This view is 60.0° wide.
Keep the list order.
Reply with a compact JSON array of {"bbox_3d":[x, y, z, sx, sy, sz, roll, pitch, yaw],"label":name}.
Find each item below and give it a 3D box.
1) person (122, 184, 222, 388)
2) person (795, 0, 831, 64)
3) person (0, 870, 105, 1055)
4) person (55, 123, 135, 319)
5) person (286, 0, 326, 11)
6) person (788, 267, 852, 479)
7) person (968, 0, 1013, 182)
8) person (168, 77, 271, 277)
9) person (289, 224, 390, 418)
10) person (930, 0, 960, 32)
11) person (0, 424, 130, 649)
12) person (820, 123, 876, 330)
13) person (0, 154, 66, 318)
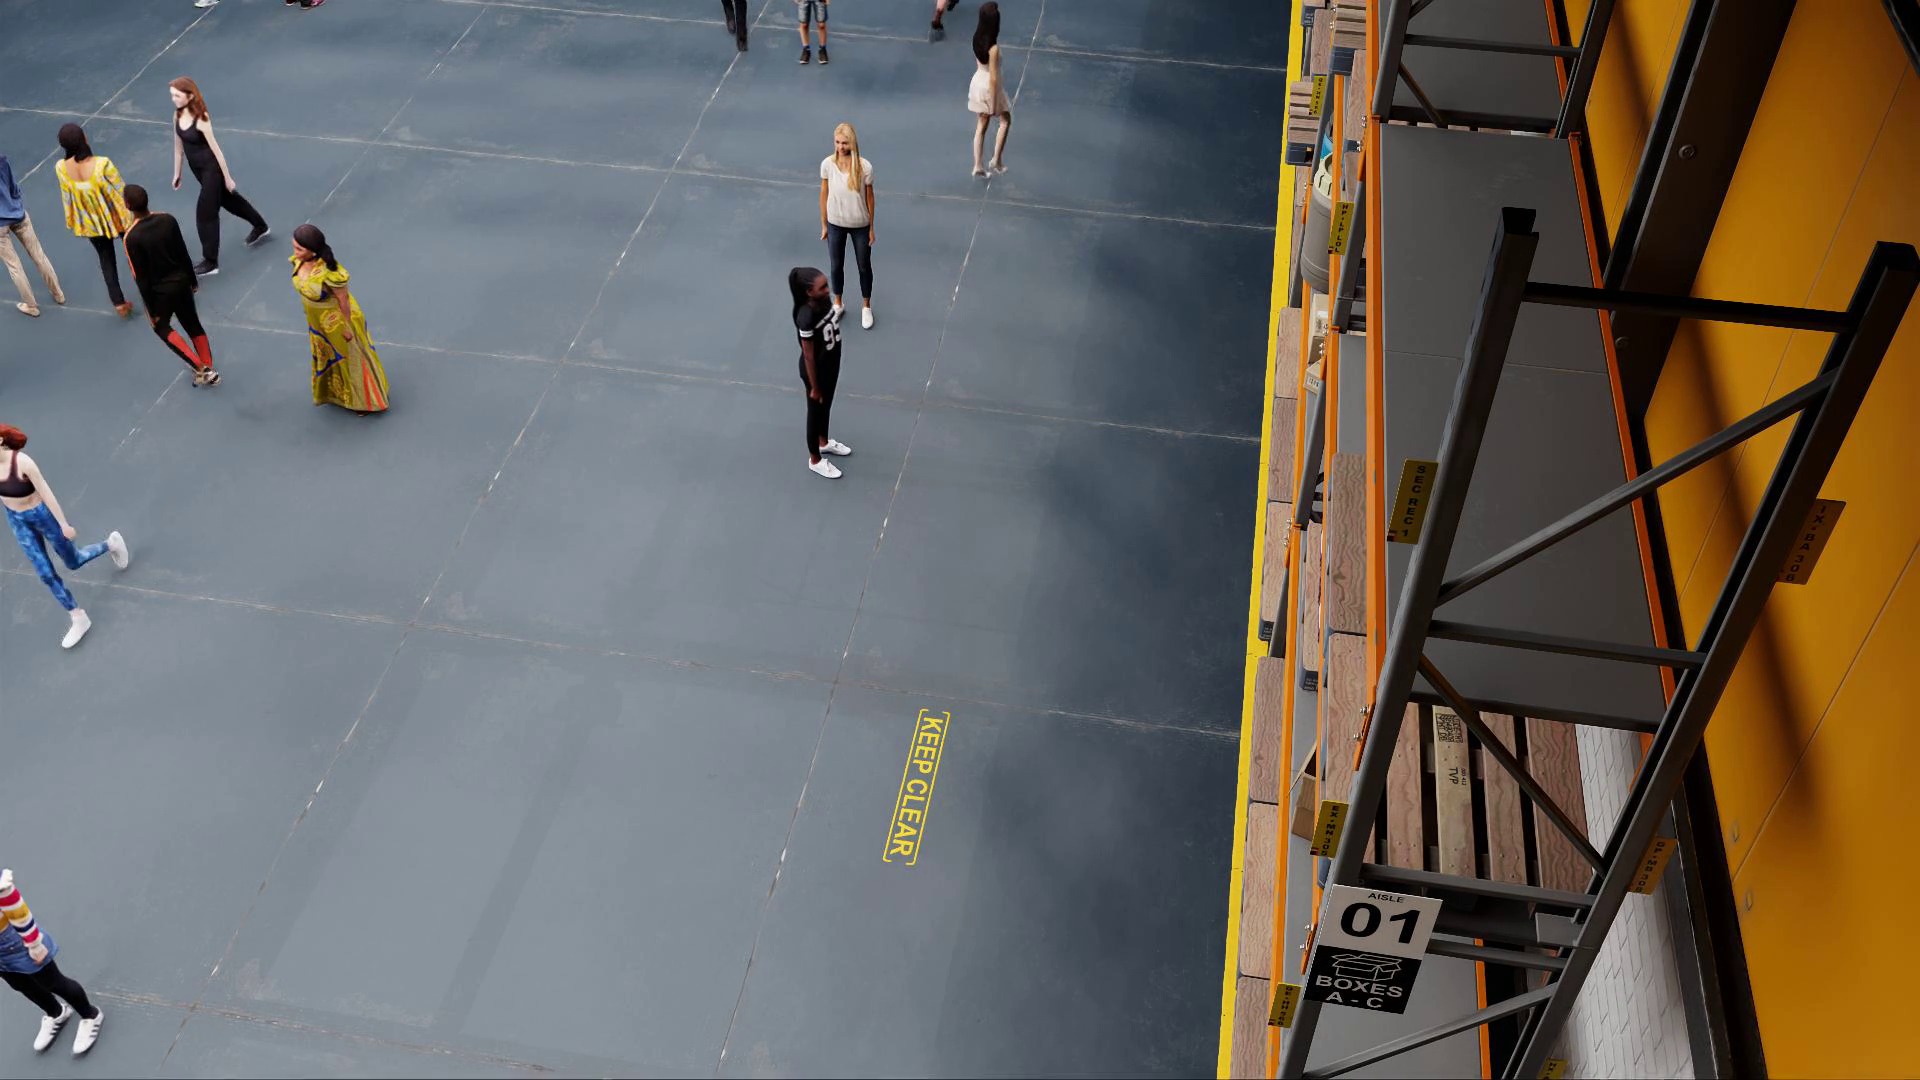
[{"bbox_3d":[-6.001,-1.884,12.741,0.829,1.796,0.741,23,48,23],"label":"person"},{"bbox_3d":[-1.502,-5.548,16.838,0.557,1.450,0.561,2,44,2],"label":"person"},{"bbox_3d":[-4.922,2.053,8.599,0.657,1.809,0.531,3,44,3],"label":"person"},{"bbox_3d":[-7.008,-2.560,13.591,0.875,1.603,1.123,-3,44,-4],"label":"person"},{"bbox_3d":[-7.218,-6.539,17.628,0.704,1.804,0.660,22,48,21],"label":"person"},{"bbox_3d":[-1.019,-1.242,12.116,0.686,1.728,0.537,11,45,11],"label":"person"},{"bbox_3d":[0.172,-4.015,15.028,0.760,1.727,0.695,-22,48,-21],"label":"person"},{"bbox_3d":[-6.328,-3.168,14.159,0.906,1.699,1.189,25,49,24],"label":"person"},{"bbox_3d":[-4.766,-1.692,12.645,0.975,1.660,0.955,24,49,23],"label":"person"},{"bbox_3d":[-0.155,-6.127,17.273,0.785,1.687,1.196,15,46,15],"label":"person"},{"bbox_3d":[-6.010,-0.149,10.950,0.582,1.765,1.040,7,44,7],"label":"person"},{"bbox_3d":[-0.897,-2.535,13.415,0.597,1.809,0.507,5,44,5],"label":"person"},{"bbox_3d":[-7.794,-2.604,13.575,0.763,1.698,0.657,29,51,27],"label":"person"}]
